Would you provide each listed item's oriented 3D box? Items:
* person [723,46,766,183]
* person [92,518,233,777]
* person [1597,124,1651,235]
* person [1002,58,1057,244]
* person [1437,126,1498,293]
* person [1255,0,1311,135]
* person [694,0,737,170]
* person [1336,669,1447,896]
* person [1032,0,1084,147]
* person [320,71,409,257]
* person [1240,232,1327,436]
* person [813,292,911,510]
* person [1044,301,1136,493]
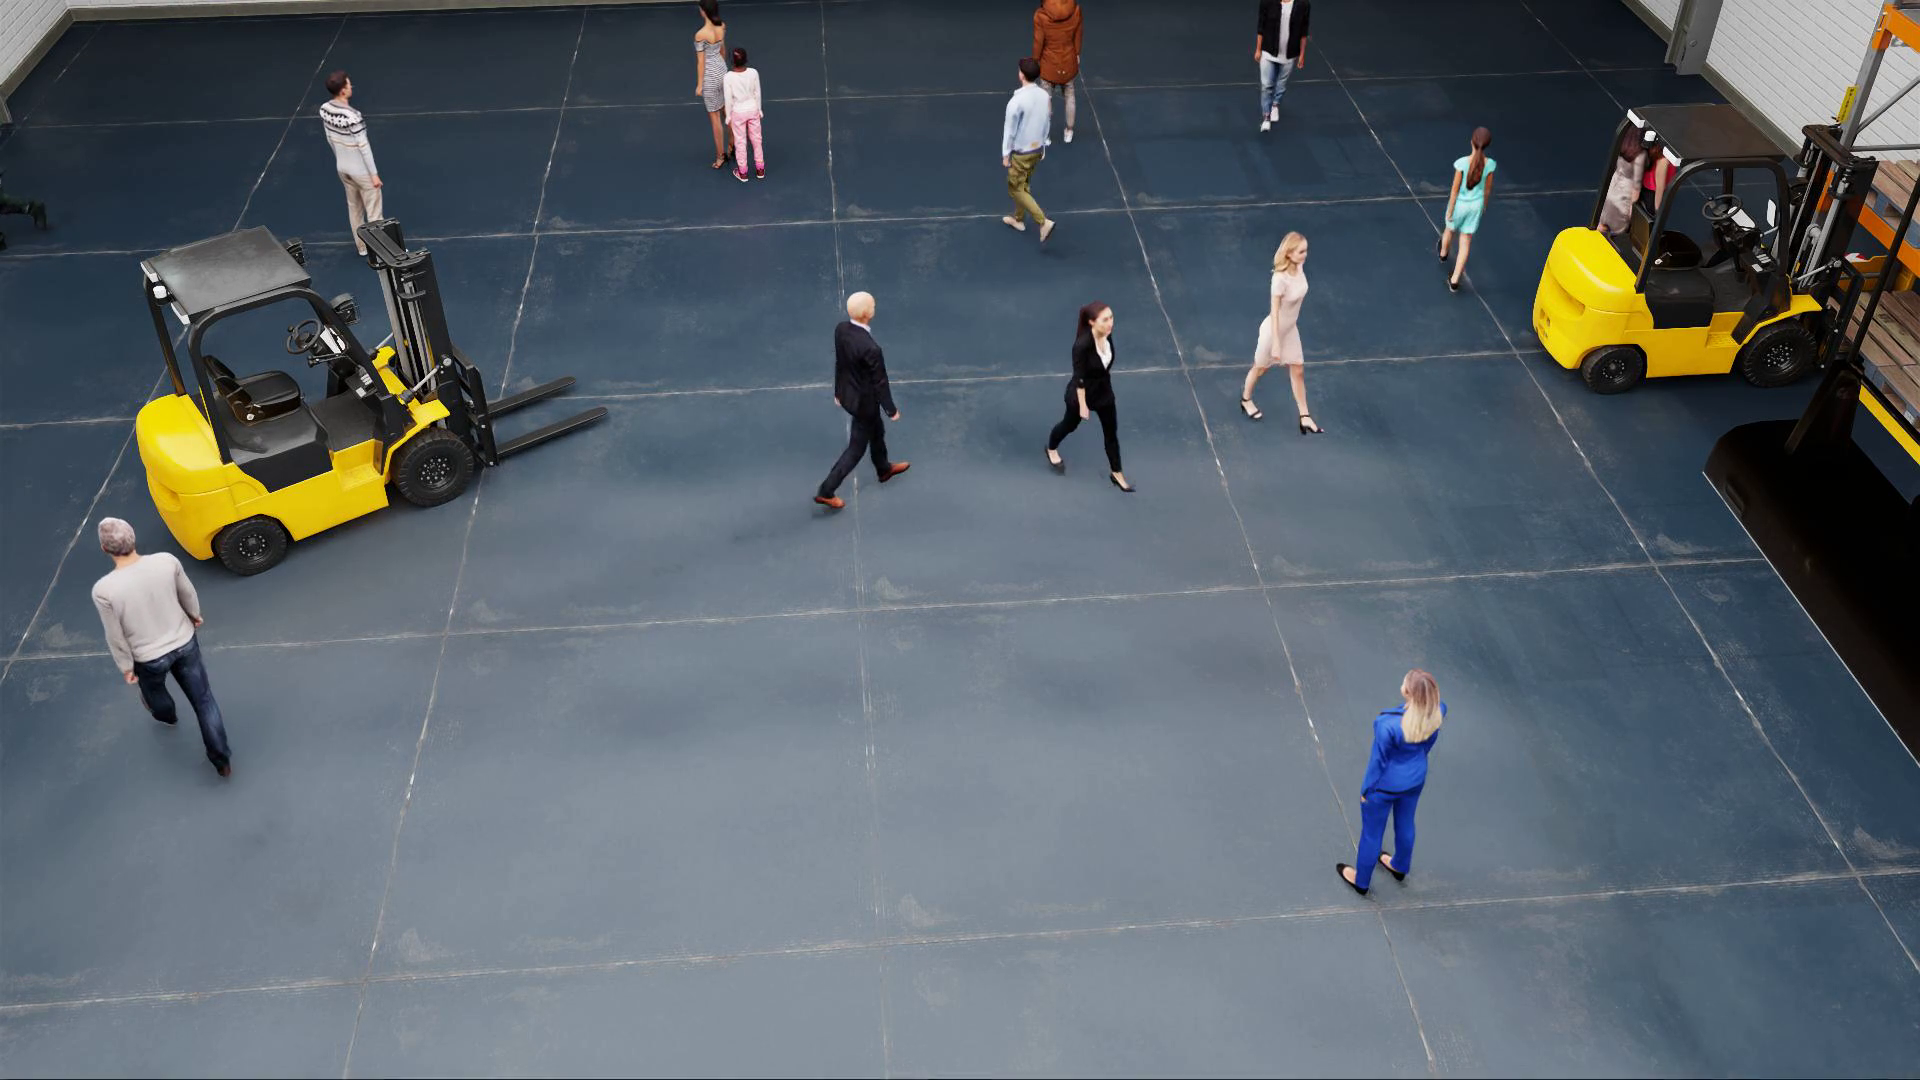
[{"bbox_3d":[-2.216,-4.408,17.124,0.604,1.441,0.589,-14,41,-17],"label":"person"},{"bbox_3d":[-4.919,0.728,10.362,1.215,1.852,1.330,-31,48,-33],"label":"person"},{"bbox_3d":[6.064,-3.126,15.276,0.692,1.744,0.501,-9,40,-11],"label":"person"},{"bbox_3d":[0.679,-3.700,15.953,1.055,1.795,1.157,-30,48,-32],"label":"person"},{"bbox_3d":[4.674,-3.012,15.315,0.679,1.517,1.048,3,39,4],"label":"person"},{"bbox_3d":[3.483,-5.358,18.043,0.872,1.778,1.164,5,39,6],"label":"person"},{"bbox_3d":[-2.523,-4.739,17.232,0.744,1.822,0.659,22,43,25],"label":"person"},{"bbox_3d":[2.537,1.405,9.638,0.700,1.699,0.671,-16,41,-19],"label":"person"},{"bbox_3d":[1.040,-5.099,17.671,0.733,1.838,0.718,-7,39,-9],"label":"person"},{"bbox_3d":[-5.687,-3.509,15.661,0.764,1.862,0.794,23,44,26],"label":"person"},{"bbox_3d":[2.499,-1.694,13.441,1.120,1.796,1.013,32,48,33],"label":"person"},{"bbox_3d":[-0.811,-1.024,12.615,1.079,1.780,1.212,-20,43,-23],"label":"person"},{"bbox_3d":[0.931,-1.141,12.897,1.152,1.611,1.043,32,48,33],"label":"person"}]
